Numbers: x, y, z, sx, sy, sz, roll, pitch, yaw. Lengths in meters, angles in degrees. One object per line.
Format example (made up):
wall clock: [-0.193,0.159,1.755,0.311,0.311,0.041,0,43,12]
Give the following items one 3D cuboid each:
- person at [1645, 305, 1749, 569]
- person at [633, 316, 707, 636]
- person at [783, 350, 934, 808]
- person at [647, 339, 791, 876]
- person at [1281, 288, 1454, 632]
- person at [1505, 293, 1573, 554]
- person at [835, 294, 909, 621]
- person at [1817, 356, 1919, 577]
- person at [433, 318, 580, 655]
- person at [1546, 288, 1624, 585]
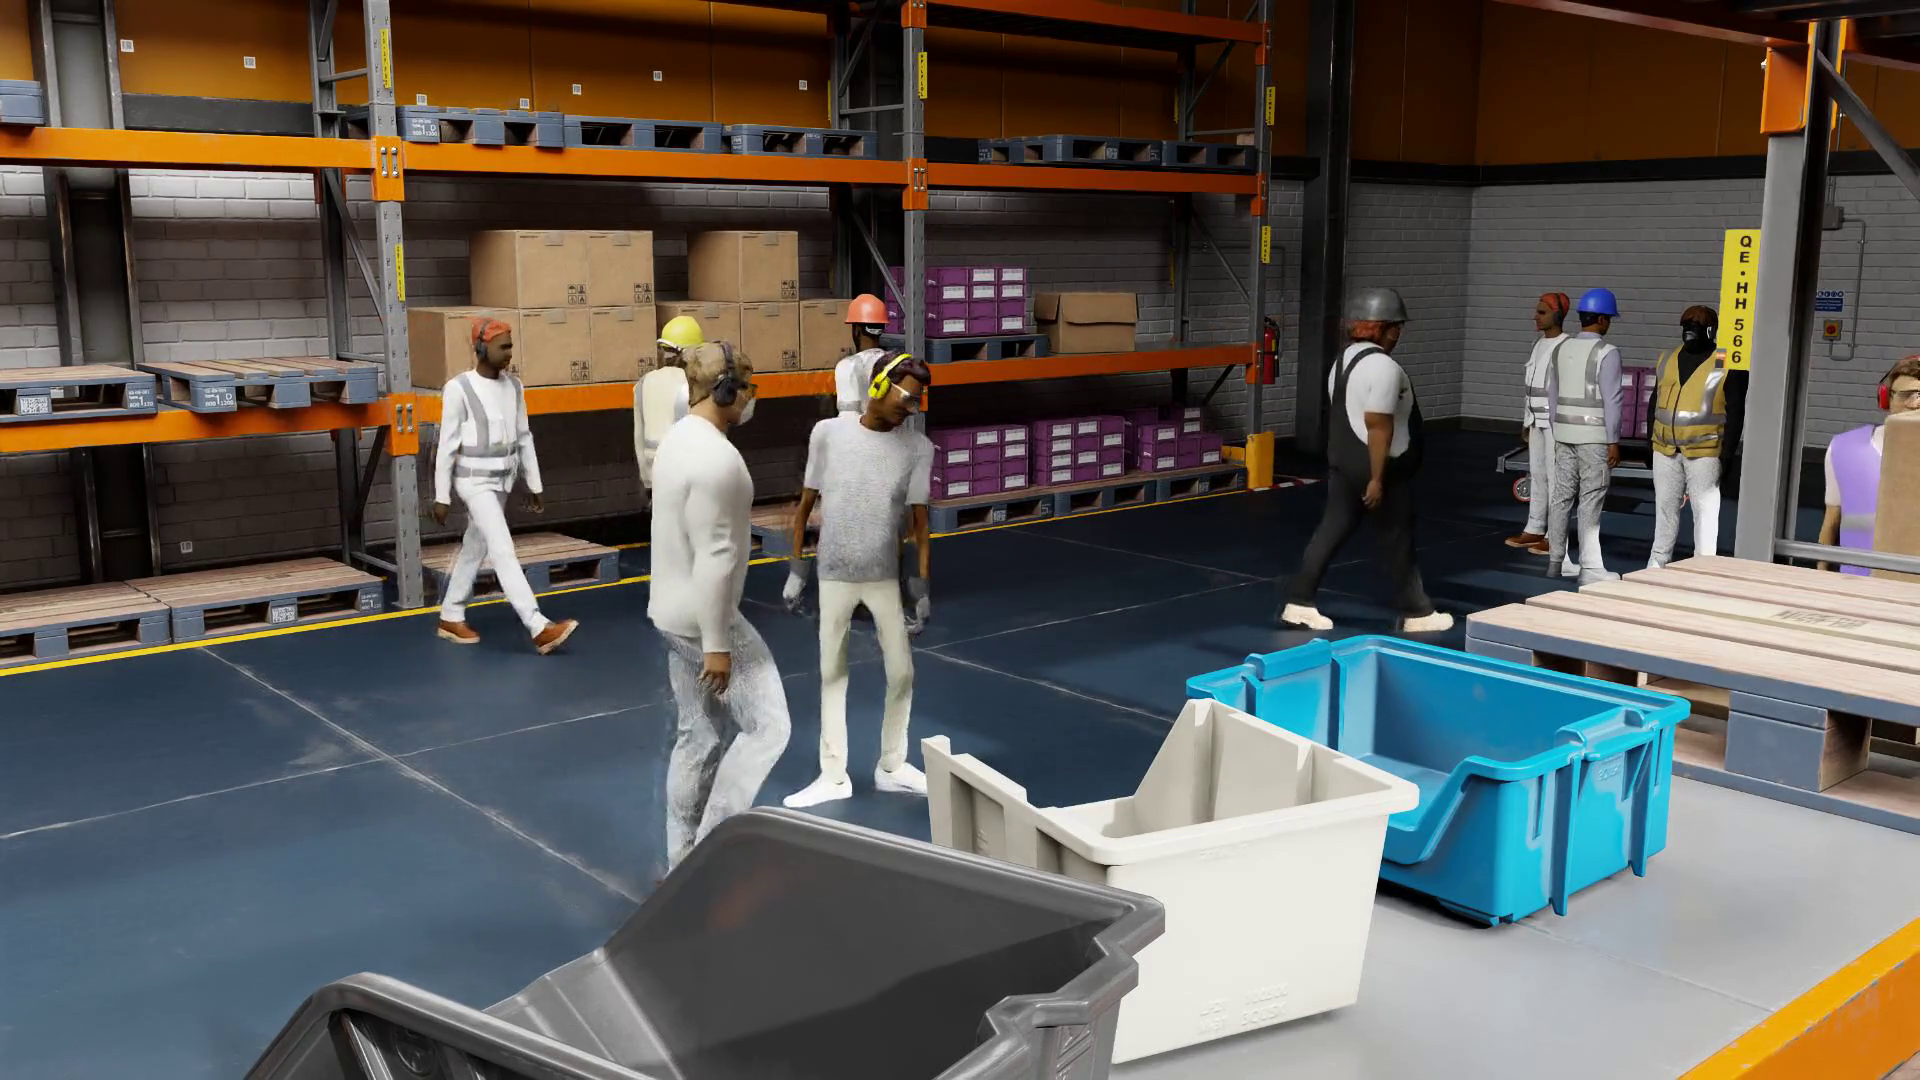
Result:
person: [4.686,-0.579,10.692,0.429,1.845,0.621,-8,13,-37]
person: [-1.562,-0.345,9.408,0.601,1.830,0.403,7,12,35]
person: [-0.406,0.171,6.552,0.667,1.831,0.335,-1,10,-5]
person: [-0.822,0.293,5.597,0.490,1.915,0.648,-4,11,-21]
person: [2.330,-0.466,9.502,1.021,2.000,0.688,-2,10,-13]
person: [4.252,-0.838,12.029,0.357,1.883,0.573,-2,10,-10]
person: [-0.543,-0.487,9.905,0.551,1.937,0.357,-10,14,-44]
person: [3.650,0.184,6.489,0.581,1.820,0.826,7,12,33]
person: [-2.529,-0.289,9.090,1.024,1.826,0.590,4,11,21]
person: [4.129,-0.681,10.966,0.391,1.947,0.602,-4,11,-22]
